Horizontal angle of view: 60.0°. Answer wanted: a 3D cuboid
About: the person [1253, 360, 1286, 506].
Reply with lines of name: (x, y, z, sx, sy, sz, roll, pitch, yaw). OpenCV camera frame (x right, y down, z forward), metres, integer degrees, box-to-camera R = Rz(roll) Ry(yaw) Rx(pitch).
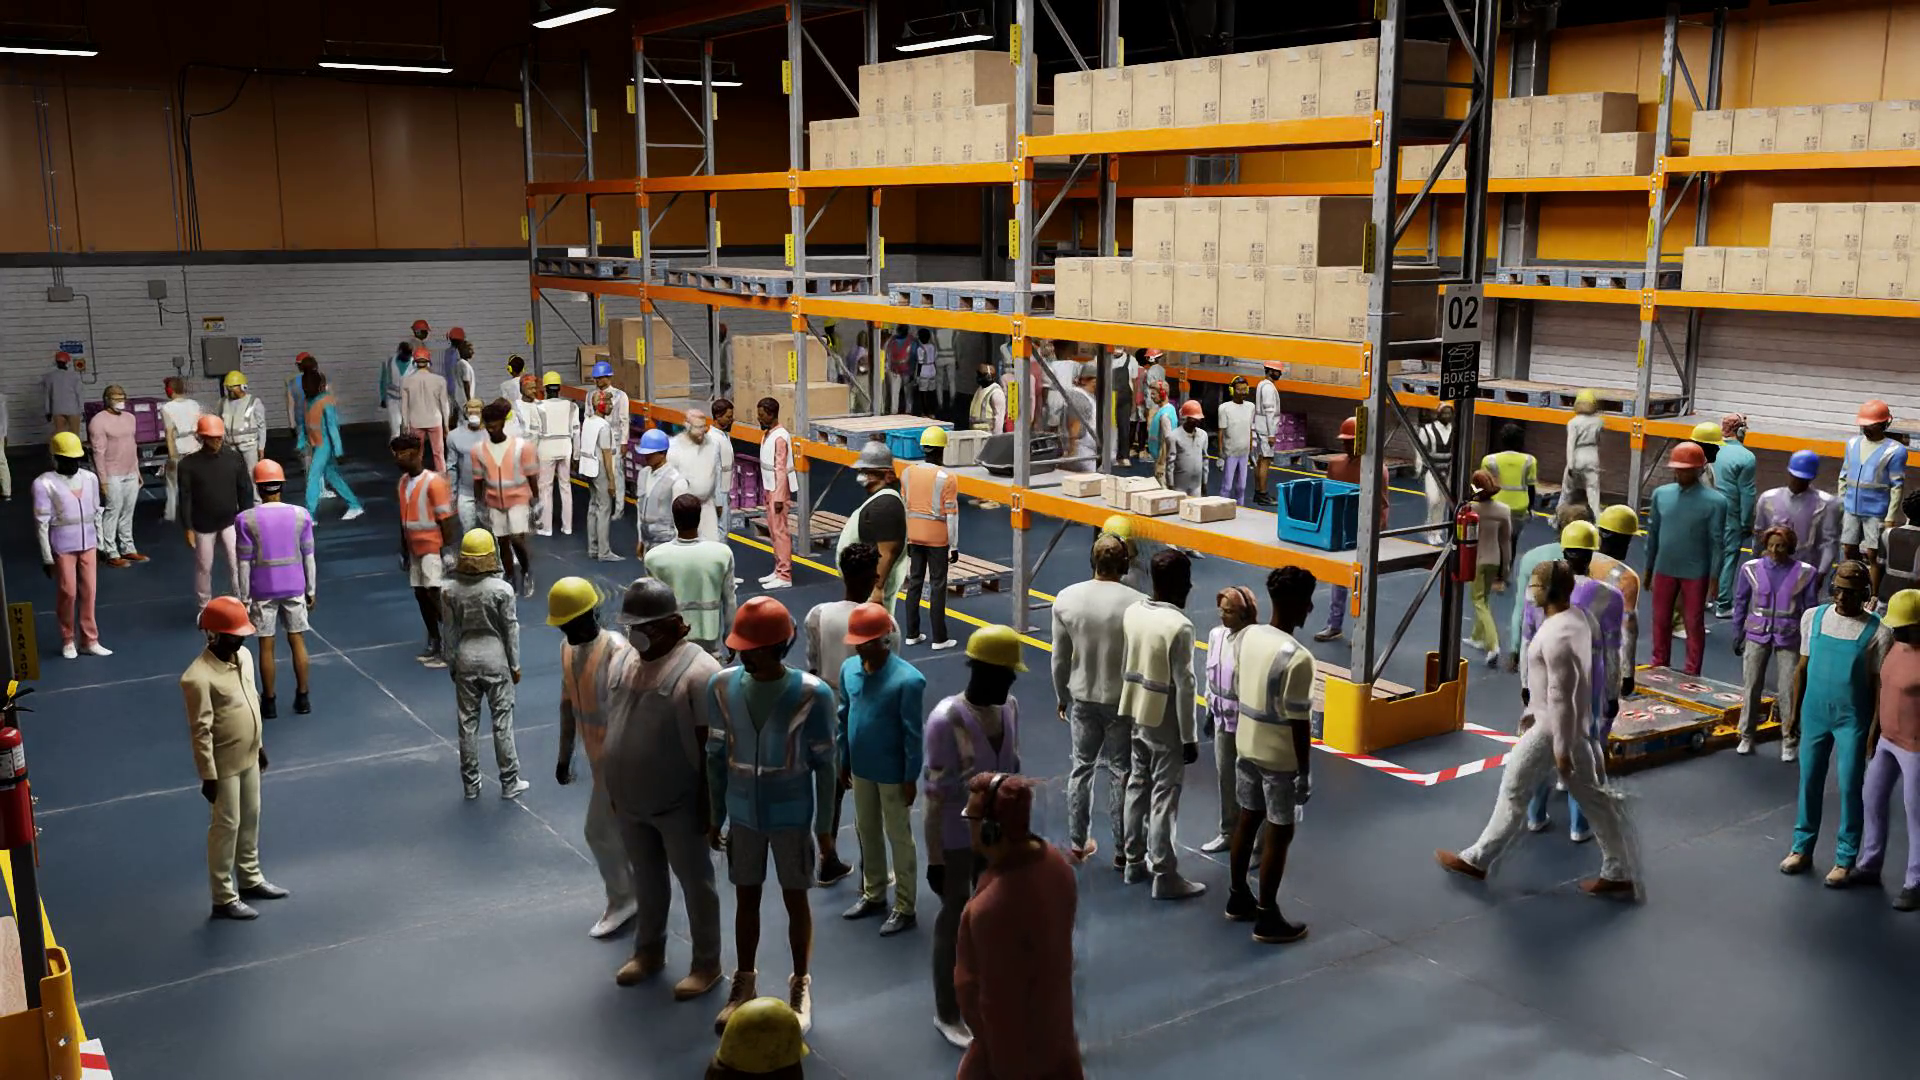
person: (3.966, -1.402, 21.321, 0.373, 1.928, 0.543, 0, 11, 0)

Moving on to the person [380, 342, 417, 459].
person: (-8.472, -2.118, 25.325, 0.658, 1.797, 0.566, -3, 12, -17)

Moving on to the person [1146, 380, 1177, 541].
person: (2.324, -0.908, 19.013, 0.390, 1.840, 0.565, 1, 11, 4)

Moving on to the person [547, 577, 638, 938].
person: (-1.865, 1.104, 8.604, 0.606, 1.878, 0.619, -10, 15, -41)

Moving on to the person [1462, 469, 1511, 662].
person: (4.403, 0.205, 13.937, 0.492, 1.603, 0.776, -4, 12, -19)

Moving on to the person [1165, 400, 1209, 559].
person: (2.454, -0.636, 17.871, 0.570, 1.744, 0.349, -6, 13, -30)

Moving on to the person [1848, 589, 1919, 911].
person: (5.065, 1.104, 8.957, 0.361, 1.748, 0.545, -1, 11, -3)

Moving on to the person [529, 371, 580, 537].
person: (-4.696, -0.993, 19.275, 0.591, 1.911, 0.398, -8, 13, -34)

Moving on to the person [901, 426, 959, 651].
person: (-0.245, -0.020, 14.283, 0.585, 1.918, 0.410, 8, 14, 35)

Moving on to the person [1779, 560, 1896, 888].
person: (4.873, 1.003, 9.248, 0.348, 1.839, 0.503, -9, 14, -38)

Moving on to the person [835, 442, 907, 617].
person: (-0.663, 0.271, 12.463, 0.539, 2.000, 0.689, 0, 11, -2)

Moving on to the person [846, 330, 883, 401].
person: (-1.472, -2.308, 25.979, 0.489, 1.920, 0.679, -8, 14, -35)

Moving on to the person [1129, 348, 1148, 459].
person: (2.754, -2.081, 25.387, 0.317, 1.694, 0.540, -8, 13, -34)

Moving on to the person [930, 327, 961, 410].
person: (-0.282, -3.408, 31.611, 0.611, 1.929, 0.669, -1, 11, -6)

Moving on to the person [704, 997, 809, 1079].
person: (-0.528, 2.015, 4.341, 0.492, 1.729, 0.324, 6, 13, 28)

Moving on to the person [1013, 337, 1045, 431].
person: (1.190, -2.372, 25.990, 0.703, 2.000, 1.006, 7, 13, 30)

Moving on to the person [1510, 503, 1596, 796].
person: (3.928, 0.695, 10.750, 0.639, 1.878, 1.041, 10, 15, 42)

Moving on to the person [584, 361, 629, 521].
person: (-4.305, -1.202, 20.238, 0.603, 1.949, 0.389, 4, 12, 19)

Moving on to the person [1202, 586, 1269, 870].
person: (1.586, 1.058, 9.497, 0.318, 1.629, 0.516, -6, 12, -27)

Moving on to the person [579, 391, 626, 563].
person: (-3.865, -0.675, 17.817, 0.374, 1.840, 0.571, -7, 13, -34)

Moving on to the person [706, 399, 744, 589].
person: (-2.392, -0.454, 16.531, 0.409, 1.907, 0.598, 0, 11, -1)

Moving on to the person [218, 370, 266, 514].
person: (-8.770, -1.157, 20.307, 0.592, 1.833, 0.404, 1, 11, 6)

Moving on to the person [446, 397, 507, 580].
person: (-4.725, -0.438, 16.356, 0.631, 1.940, 0.372, -1, 11, -5)

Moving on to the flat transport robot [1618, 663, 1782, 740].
flat transport robot: (5.392, 1.172, 12.395, 0.652, 0.197, 1.431, -6, 13, -29)

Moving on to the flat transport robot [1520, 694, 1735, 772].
flat transport robot: (4.664, 1.327, 11.602, 1.431, 0.197, 0.652, -6, 13, -29)

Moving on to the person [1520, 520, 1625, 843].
person: (3.629, 0.835, 9.899, 0.588, 1.918, 0.398, 9, 14, 38)

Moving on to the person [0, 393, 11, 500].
person: (-12.593, -1.353, 21.510, 0.327, 1.753, 0.561, 6, 12, 27)

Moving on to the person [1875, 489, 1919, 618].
person: (7.050, 0.463, 12.385, 0.320, 1.694, 0.534, -5, 12, -22)

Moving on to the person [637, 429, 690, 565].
person: (-2.514, 0.021, 14.012, 0.608, 1.939, 0.418, 10, 15, 43)

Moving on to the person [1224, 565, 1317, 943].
person: (1.622, 1.085, 8.540, 0.376, 1.954, 0.605, -5, 12, -23)

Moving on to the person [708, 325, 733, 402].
person: (-4.073, -2.769, 28.527, 0.588, 1.848, 0.495, 10, 15, 41)

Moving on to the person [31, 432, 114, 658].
person: (-7.424, 0.048, 13.944, 0.419, 1.935, 0.609, 5, 12, 26)

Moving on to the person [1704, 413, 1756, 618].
person: (7.099, -0.231, 15.420, 0.394, 1.898, 0.641, -5, 12, -22)

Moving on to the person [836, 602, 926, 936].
person: (-0.437, 1.170, 8.648, 0.571, 1.738, 0.354, 9, 14, 39)

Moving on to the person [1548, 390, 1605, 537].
person: (7.238, -0.902, 19.358, 0.494, 1.694, 0.881, -1, 11, -7)

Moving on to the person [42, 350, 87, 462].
person: (-13.186, -1.921, 24.484, 0.580, 1.732, 0.542, -1, 11, -3)

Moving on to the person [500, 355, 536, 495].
person: (-5.836, -1.509, 22.004, 0.514, 1.876, 0.328, -10, 15, -42)

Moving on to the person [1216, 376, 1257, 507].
person: (3.213, -0.976, 19.285, 0.534, 1.869, 0.311, -5, 12, -26)

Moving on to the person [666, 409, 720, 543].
person: (-2.575, -0.338, 16.016, 0.673, 1.869, 0.634, -9, 14, -37)

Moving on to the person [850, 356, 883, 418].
person: (-1.410, -2.011, 25.297, 0.503, 1.594, 0.838, 7, 13, 31)

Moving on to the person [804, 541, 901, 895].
person: (-0.571, 0.972, 9.100, 0.610, 1.958, 0.371, 7, 13, 31)

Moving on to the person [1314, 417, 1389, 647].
person: (3.382, -0.070, 14.327, 0.391, 1.995, 0.613, -10, 15, -41)
